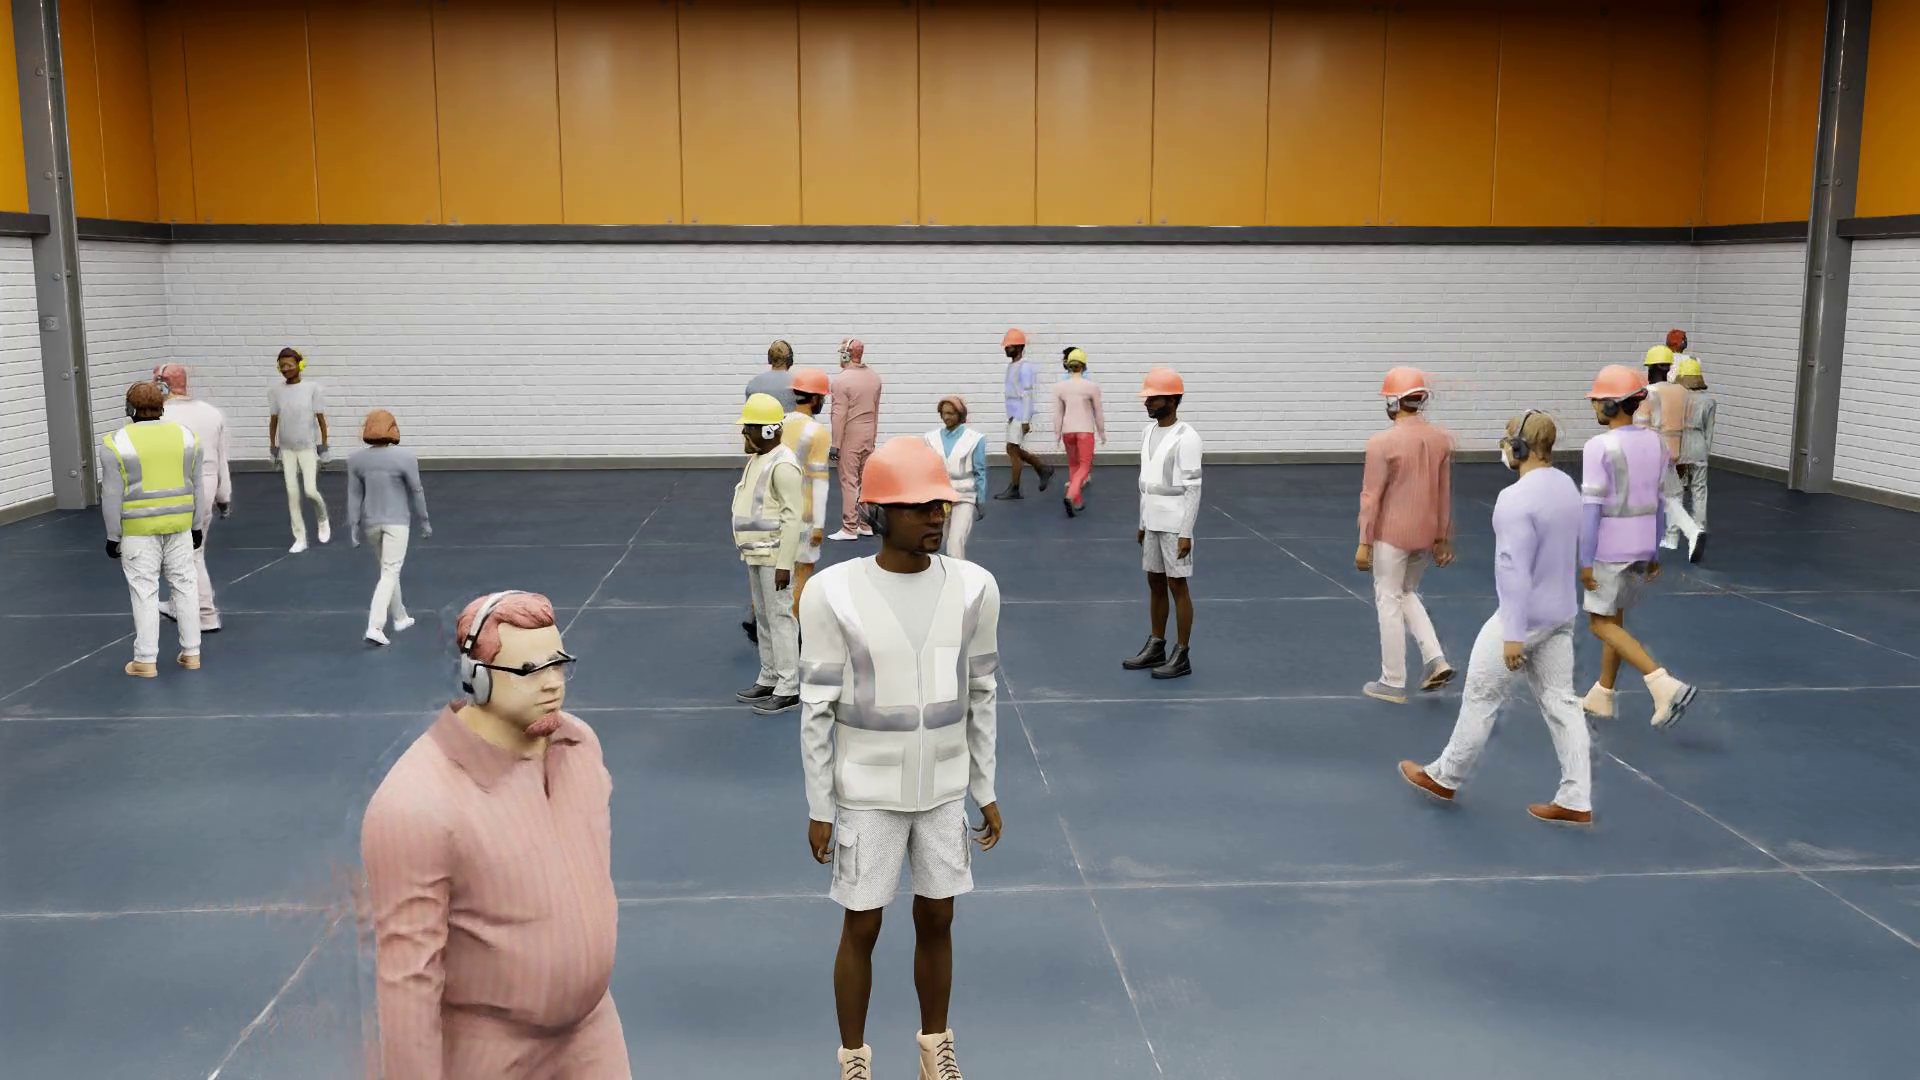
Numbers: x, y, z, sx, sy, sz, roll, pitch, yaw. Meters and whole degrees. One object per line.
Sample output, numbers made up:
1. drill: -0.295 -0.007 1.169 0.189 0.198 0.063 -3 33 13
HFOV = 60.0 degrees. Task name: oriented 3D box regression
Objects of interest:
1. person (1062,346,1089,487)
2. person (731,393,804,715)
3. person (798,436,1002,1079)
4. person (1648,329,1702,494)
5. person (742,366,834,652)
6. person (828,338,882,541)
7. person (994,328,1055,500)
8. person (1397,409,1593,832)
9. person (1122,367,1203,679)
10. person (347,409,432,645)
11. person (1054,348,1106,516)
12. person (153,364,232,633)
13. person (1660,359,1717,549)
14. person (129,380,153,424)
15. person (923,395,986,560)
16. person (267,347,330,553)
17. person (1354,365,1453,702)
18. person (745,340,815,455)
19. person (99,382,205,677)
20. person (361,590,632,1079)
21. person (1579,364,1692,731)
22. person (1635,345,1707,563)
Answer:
1. person: 1.338 -1.448 19.618 0.326 1.674 0.609 2 9 12
2. person: -1.104 0.076 9.533 0.404 1.830 0.601 -4 10 -24
3. person: -0.157 0.719 4.831 0.607 2.046 0.372 -4 10 -21
4. person: 8.167 -1.465 19.050 0.574 1.884 0.360 3 10 21
5. person: -1.098 -0.186 10.945 0.575 1.909 0.619 8 12 40
6. person: -1.023 -0.950 15.728 0.408 1.913 0.642 6 11 33
7. person: 0.723 -1.404 18.586 0.671 1.921 0.549 -3 10 -18
8. person: 2.521 0.349 7.639 0.659 1.890 0.976 -8 12 -42
9. person: 1.266 -0.105 10.341 0.377 1.938 0.547 -5 10 -27
10. person: -3.940 -0.101 11.391 0.501 1.592 0.854 2 9 11
11. person: 1.215 -1.129 17.371 0.525 1.739 0.790 5 10 27
12. person: -5.524 -0.288 11.645 0.722 1.884 0.678 3 10 20
13. person: 6.640 -0.782 15.227 0.487 1.741 0.314 0 9 -2
14. person: -6.854 -0.575 14.308 0.523 1.611 0.761 -5 10 -30
15. person: -0.039 -0.306 12.632 0.524 1.608 0.778 4 10 22
16. person: -5.991 -0.819 15.081 0.506 1.859 0.463 0 9 -2
17. person: 2.580 -0.024 9.706 0.618 1.979 0.455 -6 11 -34
18. person: -1.560 -0.782 14.590 0.628 1.940 0.373 2 9 14
19. person: -5.044 -0.067 10.408 0.429 1.844 0.626 8 12 40
20. person: -0.991 1.016 3.520 0.918 1.876 0.655 5 10 27
21. person: 3.683 0.058 9.093 0.615 2.022 0.791 -5 11 -30
22. person: 6.084 -0.722 14.346 0.586 1.902 0.732 -5 10 -27
